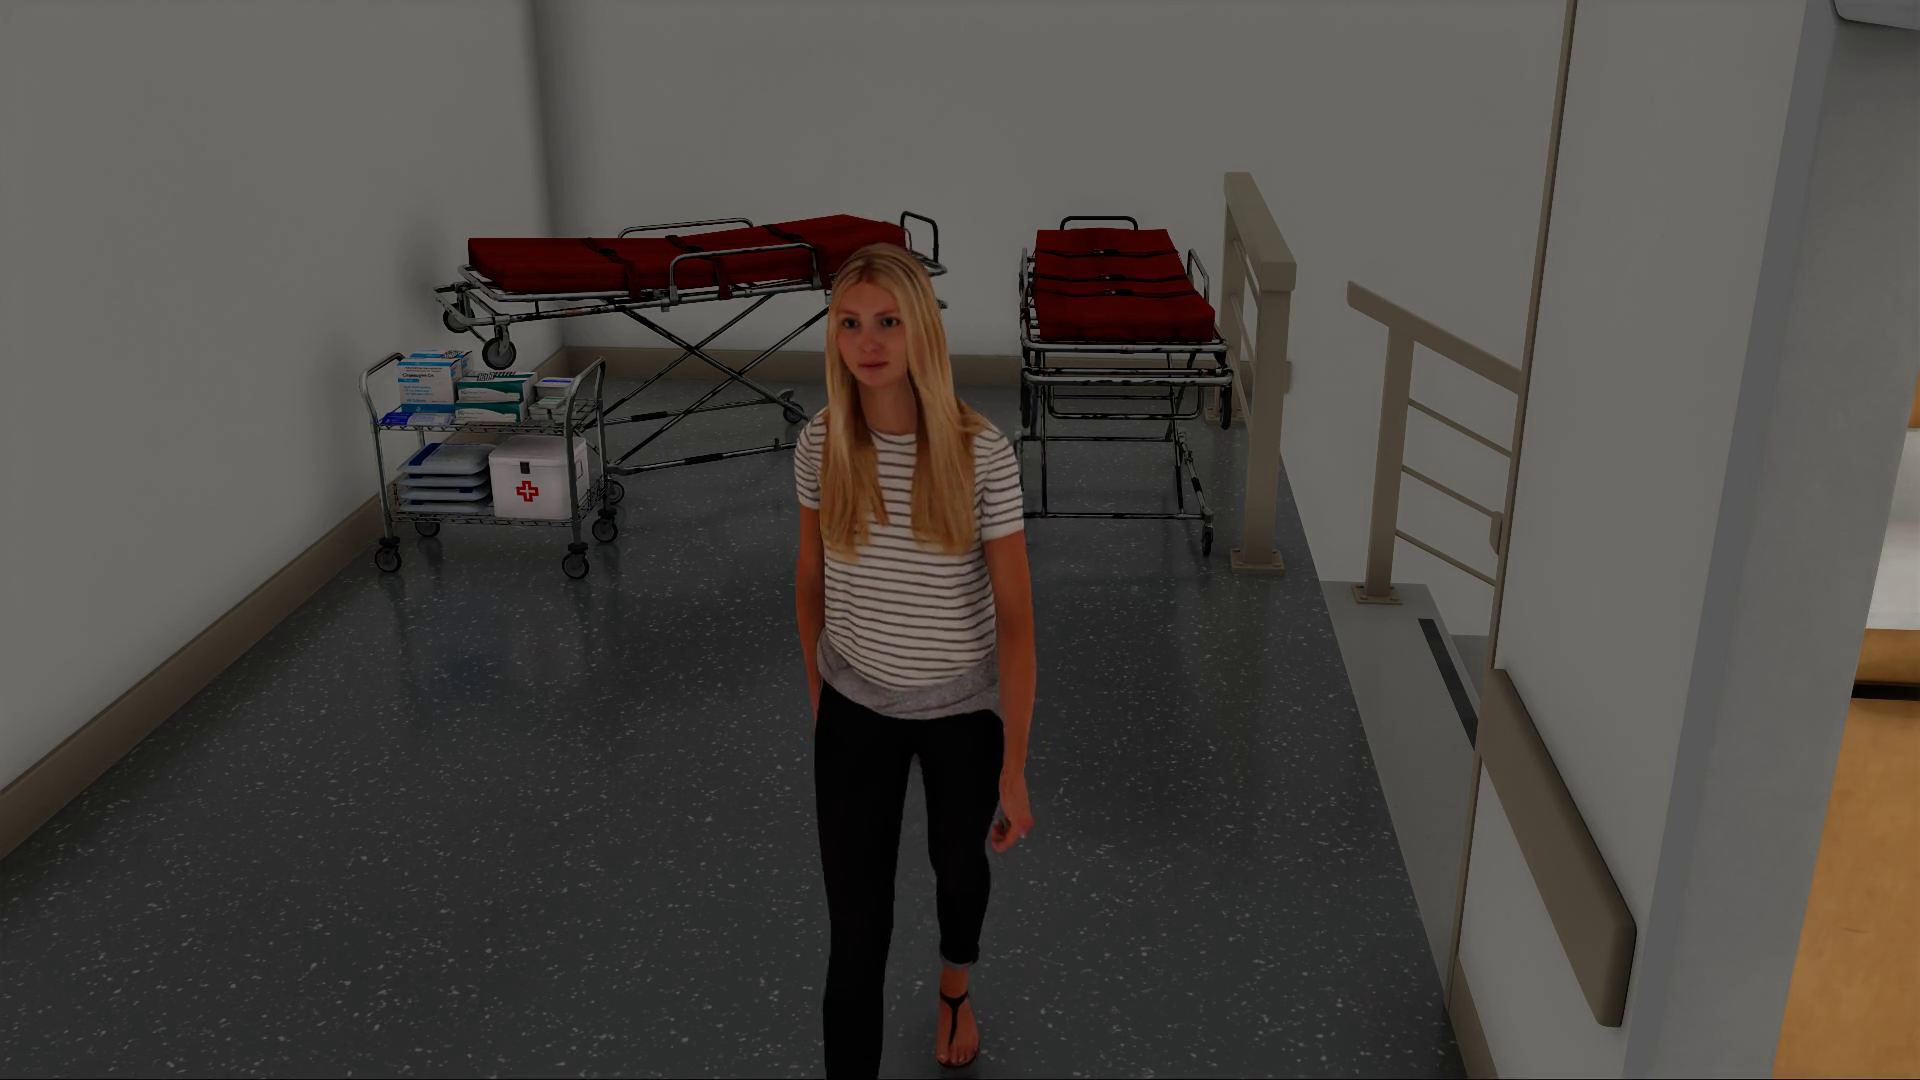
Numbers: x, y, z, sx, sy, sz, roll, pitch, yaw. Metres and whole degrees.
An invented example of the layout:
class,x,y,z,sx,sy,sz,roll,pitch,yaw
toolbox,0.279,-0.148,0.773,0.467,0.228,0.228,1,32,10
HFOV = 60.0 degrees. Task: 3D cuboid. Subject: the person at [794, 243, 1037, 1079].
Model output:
class,x,y,z,sx,sy,sz,roll,pitch,yaw
person,-0.063,0.334,3.204,0.604,1.772,1.148,1,21,4
